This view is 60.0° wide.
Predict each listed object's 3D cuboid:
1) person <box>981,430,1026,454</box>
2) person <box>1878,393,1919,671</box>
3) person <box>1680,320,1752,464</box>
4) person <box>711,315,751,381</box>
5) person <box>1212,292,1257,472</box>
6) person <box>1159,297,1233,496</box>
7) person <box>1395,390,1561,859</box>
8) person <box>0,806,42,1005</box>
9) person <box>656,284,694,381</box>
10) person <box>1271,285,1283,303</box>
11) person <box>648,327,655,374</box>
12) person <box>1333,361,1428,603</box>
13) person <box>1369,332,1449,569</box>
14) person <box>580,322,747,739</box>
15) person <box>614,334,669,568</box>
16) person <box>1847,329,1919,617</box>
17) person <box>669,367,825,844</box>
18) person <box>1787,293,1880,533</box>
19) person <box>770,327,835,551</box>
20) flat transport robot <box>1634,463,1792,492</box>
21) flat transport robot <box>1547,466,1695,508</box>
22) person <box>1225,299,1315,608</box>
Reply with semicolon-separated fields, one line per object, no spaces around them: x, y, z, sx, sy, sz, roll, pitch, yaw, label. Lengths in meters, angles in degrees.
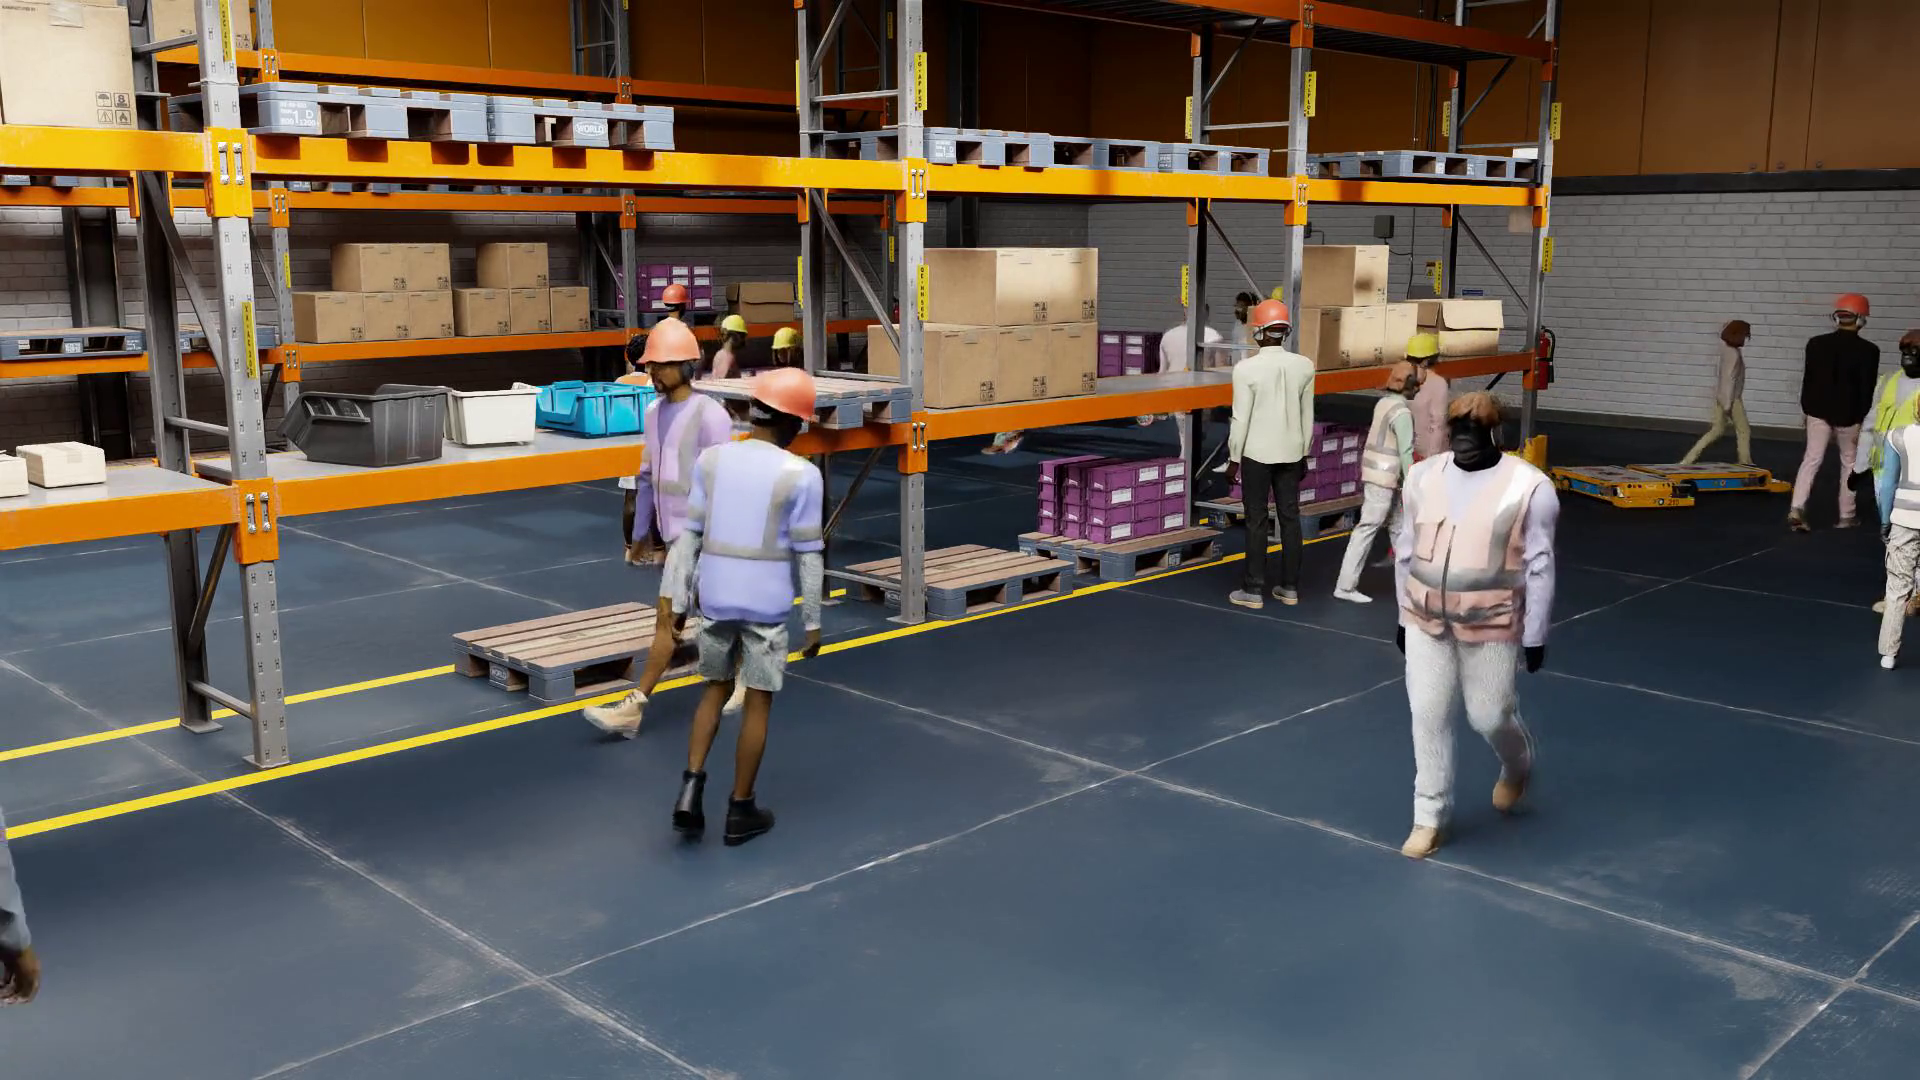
0.417;-1.882;18.223;0.439;1.924;0.650;-2;11;-12;person
5.292;-0.064;9.090;0.511;1.640;0.308;10;14;43;person
7.547;-1.372;16.345;0.808;1.589;0.511;2;11;12;person
-2.006;-1.033;14.109;0.614;1.734;0.538;-4;11;-19;person
2.966;-1.614;17.005;0.797;1.844;0.526;-3;11;-17;person
2.176;-1.258;14.995;0.656;1.861;0.970;9;14;41;person
2.028;0.310;6.563;0.631;1.822;0.733;8;13;38;person
-2.091;0.870;3.285;0.975;1.893;0.655;2;11;11;person
-2.722;-1.496;16.070;0.342;1.942;0.552;-9;14;-41;person
3.119;-1.516;16.214;0.360;1.929;0.587;-9;14;-40;person
-2.624;-1.105;14.782;0.533;1.624;0.359;6;12;31;person
2.837;-0.364;10.813;0.818;1.589;0.523;1;10;3;person
3.417;-0.636;11.965;0.798;1.731;0.536;-3;11;-16;person
-1.390;-0.055;8.071;1.071;1.984;0.632;-9;13;-39;person
-2.288;-0.643;12.089;0.532;1.697;0.319;6;12;29;person
5.949;-0.416;10.509;0.504;1.826;0.630;-3;11;-16;person
-0.829;0.266;6.618;0.596;1.888;0.616;3;11;18;person
7.088;-1.027;13.508;0.993;1.957;0.606;-9;14;-41;person
-1.213;-0.754;12.620;0.495;1.731;0.536;6;12;31;person
6.975;-0.583;15.651;1.431;0.197;0.652;-2;11;-10;flat transport robot
6.004;-0.503;15.216;0.652;0.197;1.431;-2;11;-10;flat transport robot
2.002;-0.553;10.779;0.609;1.996;0.379;-4;11;-20;person
